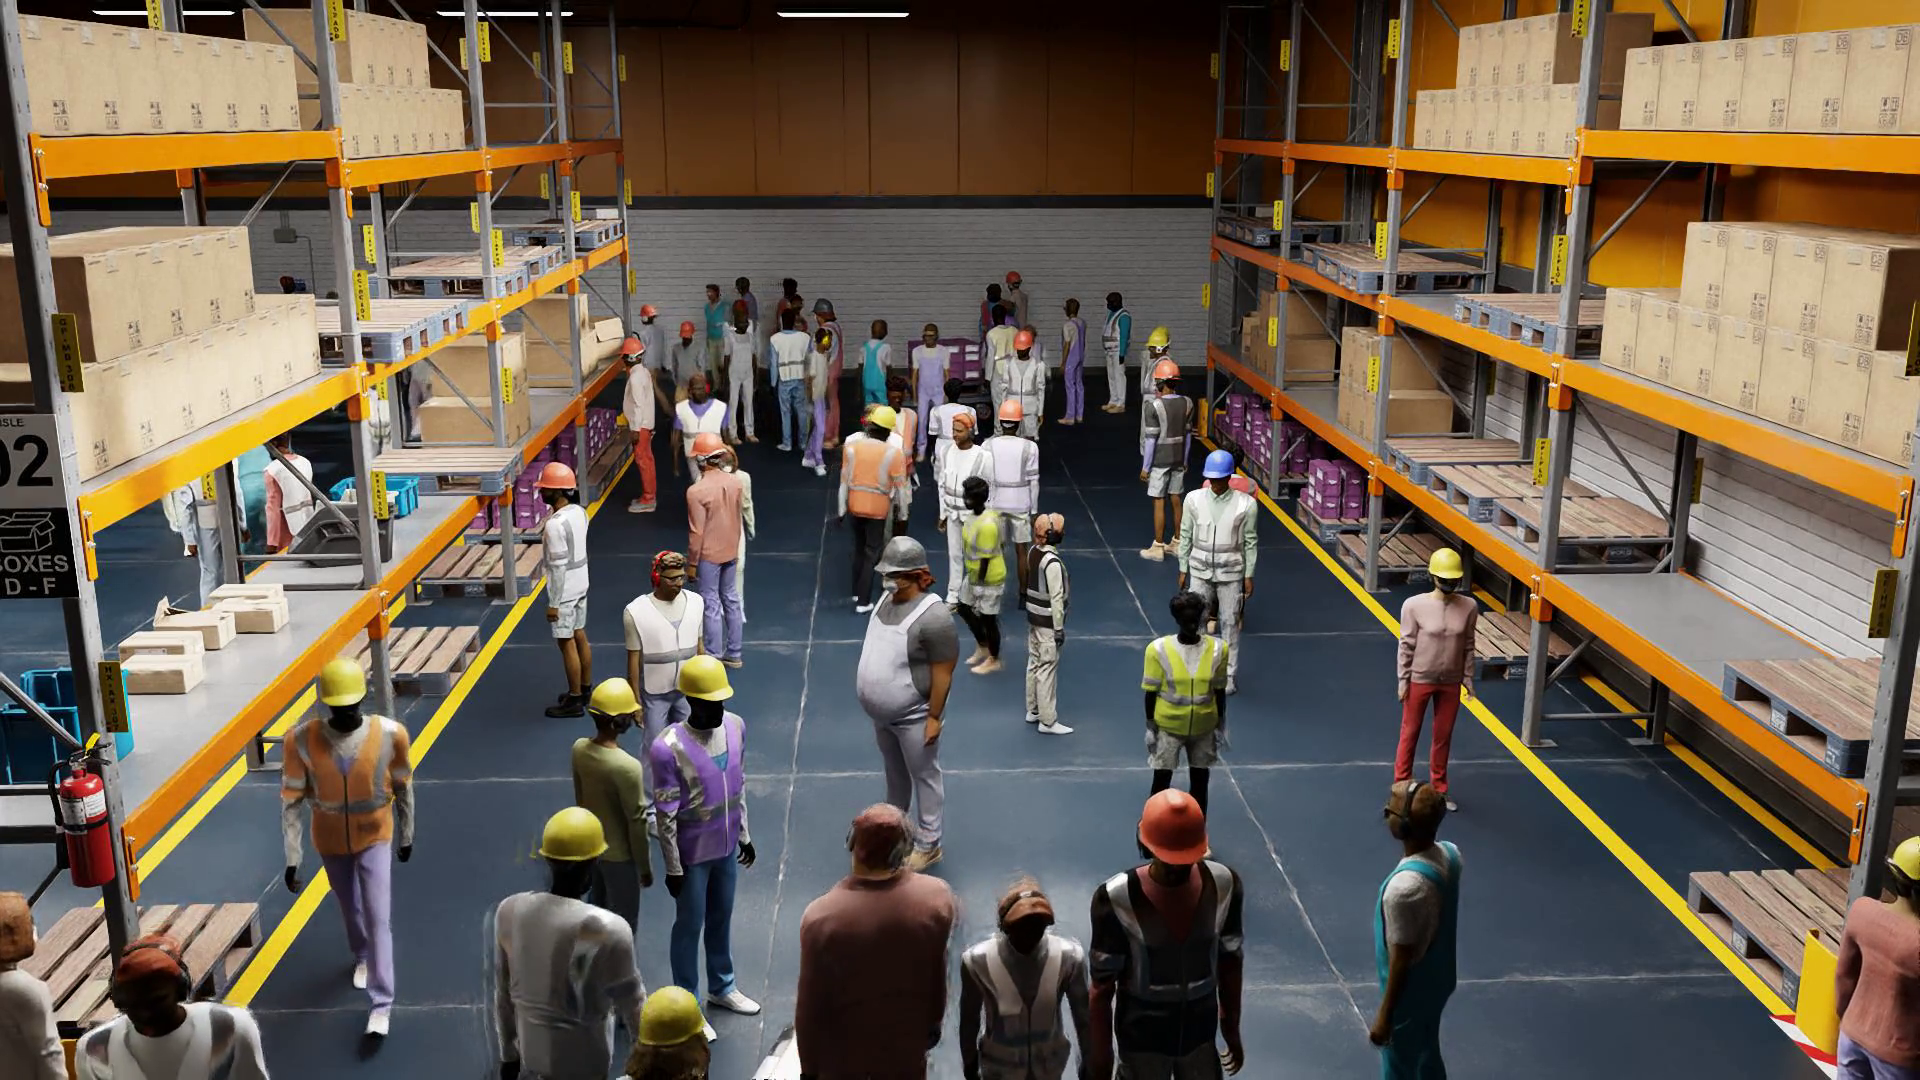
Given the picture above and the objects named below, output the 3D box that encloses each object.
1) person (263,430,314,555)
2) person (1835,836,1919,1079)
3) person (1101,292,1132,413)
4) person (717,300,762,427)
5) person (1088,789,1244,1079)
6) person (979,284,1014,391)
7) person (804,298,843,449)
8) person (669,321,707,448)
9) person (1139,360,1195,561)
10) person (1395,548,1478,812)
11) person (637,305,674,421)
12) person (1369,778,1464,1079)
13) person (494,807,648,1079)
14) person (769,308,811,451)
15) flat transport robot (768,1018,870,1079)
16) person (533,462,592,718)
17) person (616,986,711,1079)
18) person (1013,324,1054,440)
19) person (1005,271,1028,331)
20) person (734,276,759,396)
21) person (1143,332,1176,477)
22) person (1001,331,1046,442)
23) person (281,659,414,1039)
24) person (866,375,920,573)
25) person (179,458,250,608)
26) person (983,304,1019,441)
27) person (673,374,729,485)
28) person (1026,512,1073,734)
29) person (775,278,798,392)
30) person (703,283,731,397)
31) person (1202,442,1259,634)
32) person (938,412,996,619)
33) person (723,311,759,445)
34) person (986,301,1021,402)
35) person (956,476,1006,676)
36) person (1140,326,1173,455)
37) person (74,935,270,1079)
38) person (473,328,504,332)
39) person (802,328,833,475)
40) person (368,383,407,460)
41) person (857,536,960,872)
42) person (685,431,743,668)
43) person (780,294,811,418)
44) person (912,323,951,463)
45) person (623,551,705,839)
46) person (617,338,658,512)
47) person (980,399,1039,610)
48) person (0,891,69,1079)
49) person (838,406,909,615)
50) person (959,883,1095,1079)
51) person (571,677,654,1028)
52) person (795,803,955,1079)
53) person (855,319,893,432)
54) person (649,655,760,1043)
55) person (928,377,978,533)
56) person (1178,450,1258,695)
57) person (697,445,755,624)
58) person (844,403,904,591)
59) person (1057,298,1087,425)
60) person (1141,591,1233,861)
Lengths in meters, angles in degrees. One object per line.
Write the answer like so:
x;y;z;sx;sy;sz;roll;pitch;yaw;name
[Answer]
-5.723;-0.063;14.245;0.414;1.906;0.597;2;14;8;person
3.644;1.980;6.501;0.329;1.765;0.526;-4;15;-15;person
2.371;-2.867;25.403;0.429;1.831;0.635;-5;15;-18;person
-3.236;-2.583;24.266;0.583;1.832;0.980;-10;18;-35;person
0.794;1.889;6.342;0.613;2.028;0.409;-4;15;-14;person
0.559;-3.183;26.623;0.624;1.838;0.430;11;18;36;person
-1.869;-2.268;22.622;0.539;2.000;0.689;3;15;12;person
-3.697;-2.120;22.671;0.580;1.723;0.552;5;15;19;person
2.074;-0.803;16.867;0.611;2.043;0.374;-10;17;-34;person
3.064;0.907;10.705;0.524;1.769;0.316;-2;14;-7;person
-4.559;-2.625;24.668;0.845;1.718;0.570;7;16;24;person
1.856;1.852;6.841;0.328;1.844;0.511;11;18;38;person
-1.441;1.935;6.416;0.606;1.893;0.760;8;16;27;person
-2.277;-2.158;22.436;0.596;1.916;0.371;-7;16;-27;person
-0.640;2.543;7.265;0.652;0.197;1.431;3;15;12;flat transport robot
-2.968;0.371;12.458;0.350;1.941;0.552;2;14;8;person
-0.957;2.292;5.362;0.501;1.719;0.523;8;16;29;person
0.970;-2.184;23.111;0.715;1.632;0.344;-8;16;-28;person
0.889;-3.355;26.986;0.391;1.990;0.619;7;16;26;person
-3.423;-3.277;26.811;0.367;1.932;0.633;1;14;2;person
2.492;-1.696;20.822;0.405;1.824;0.586;2;14;7;person
0.755;-1.570;20.107;0.542;1.928;0.374;2;14;7;person
-3.011;1.484;8.238;0.604;1.867;1.031;-3;15;-12;person
-0.656;-0.662;16.470;0.609;1.963;0.368;-11;18;-38;person
-6.430;-0.094;14.357;0.401;1.909;0.599;8;16;28;person
0.575;-2.296;22.988;0.392;1.914;0.589;13;19;42;person
-2.739;-0.887;17.706;0.581;1.803;0.948;1;14;3;person
0.637;0.604;12.149;0.307;1.640;0.521;-4;15;-17;person
-2.713;-3.184;26.432;0.420;1.927;0.675;-4;15;-14;person
-3.857;-3.224;26.796;0.585;1.826;0.482;11;18;37;person
2.333;-0.013;14.479;0.535;1.690;0.319;-3;15;-12;person
0.047;-0.209;14.857;0.575;1.882;0.360;10;18;35;person
-3.009;-2.229;22.878;0.504;1.838;0.351;-10;17;-34;person
0.685;-2.939;26.107;0.590;1.620;0.316;5;15;20;person
0.169;0.297;13.271;0.408;1.667;0.543;-5;15;-18;person
2.623;-1.967;22.065;0.493;1.729;0.324;10;18;35;person
-2.605;2.145;5.653;0.618;1.867;0.553;-4;15;-15;person
-6.746;-2.388;23.465;0.692;1.854;0.854;-4;15;-16;person
-1.838;-1.752;21.022;0.461;1.832;0.631;4;15;17;person
-6.529;-1.145;18.713;0.610;1.785;0.915;-6;15;-21;person
-0.353;0.965;9.929;0.536;2.000;0.672;-10;17;-35;person
-1.980;0.111;13.374;0.375;1.995;0.611;8;16;30;person
-2.450;-2.761;24.914;0.533;1.869;0.326;-6;15;-22;person
-0.367;-1.900;21.596;0.511;1.836;0.339;1;14;5;person
-1.830;0.950;10.405;0.560;1.836;0.394;-13;19;-41;person
-3.670;-1.313;18.965;0.396;1.992;0.623;0;14;-2;person
0.448;-0.316;15.167;0.548;1.937;0.379;2;14;7;person
-3.549;2.100;6.289;0.503;1.631;0.283;6;16;23;person
-0.771;-0.275;15.104;0.627;1.881;0.626;5;15;20;person
0.251;2.045;6.587;0.520;1.592;0.881;-2;14;-9;person
-1.708;1.535;8.265;0.533;1.760;0.342;13;19;42;person
-0.314;1.948;6.462;0.662;1.862;0.797;-5;15;-21;person
-1.151;-2.003;22.009;0.598;1.827;0.491;7;16;24;person
-1.231;1.481;8.132;0.364;1.927;0.587;10;17;34;person
-0.070;-0.912;17.985;0.540;1.696;0.315;1;14;3;person
1.994;0.248;12.937;0.614;1.943;0.404;5;15;20;person
-2.075;-0.058;14.791;0.542;1.598;0.707;-4;15;-17;person
-0.801;-0.382;15.607;0.564;1.845;0.389;-3;15;-10;person
1.640;-2.609;24.350;0.346;1.846;0.505;11;18;37;person
1.366;1.123;10.021;0.572;1.692;0.327;-2;14;-6;person
